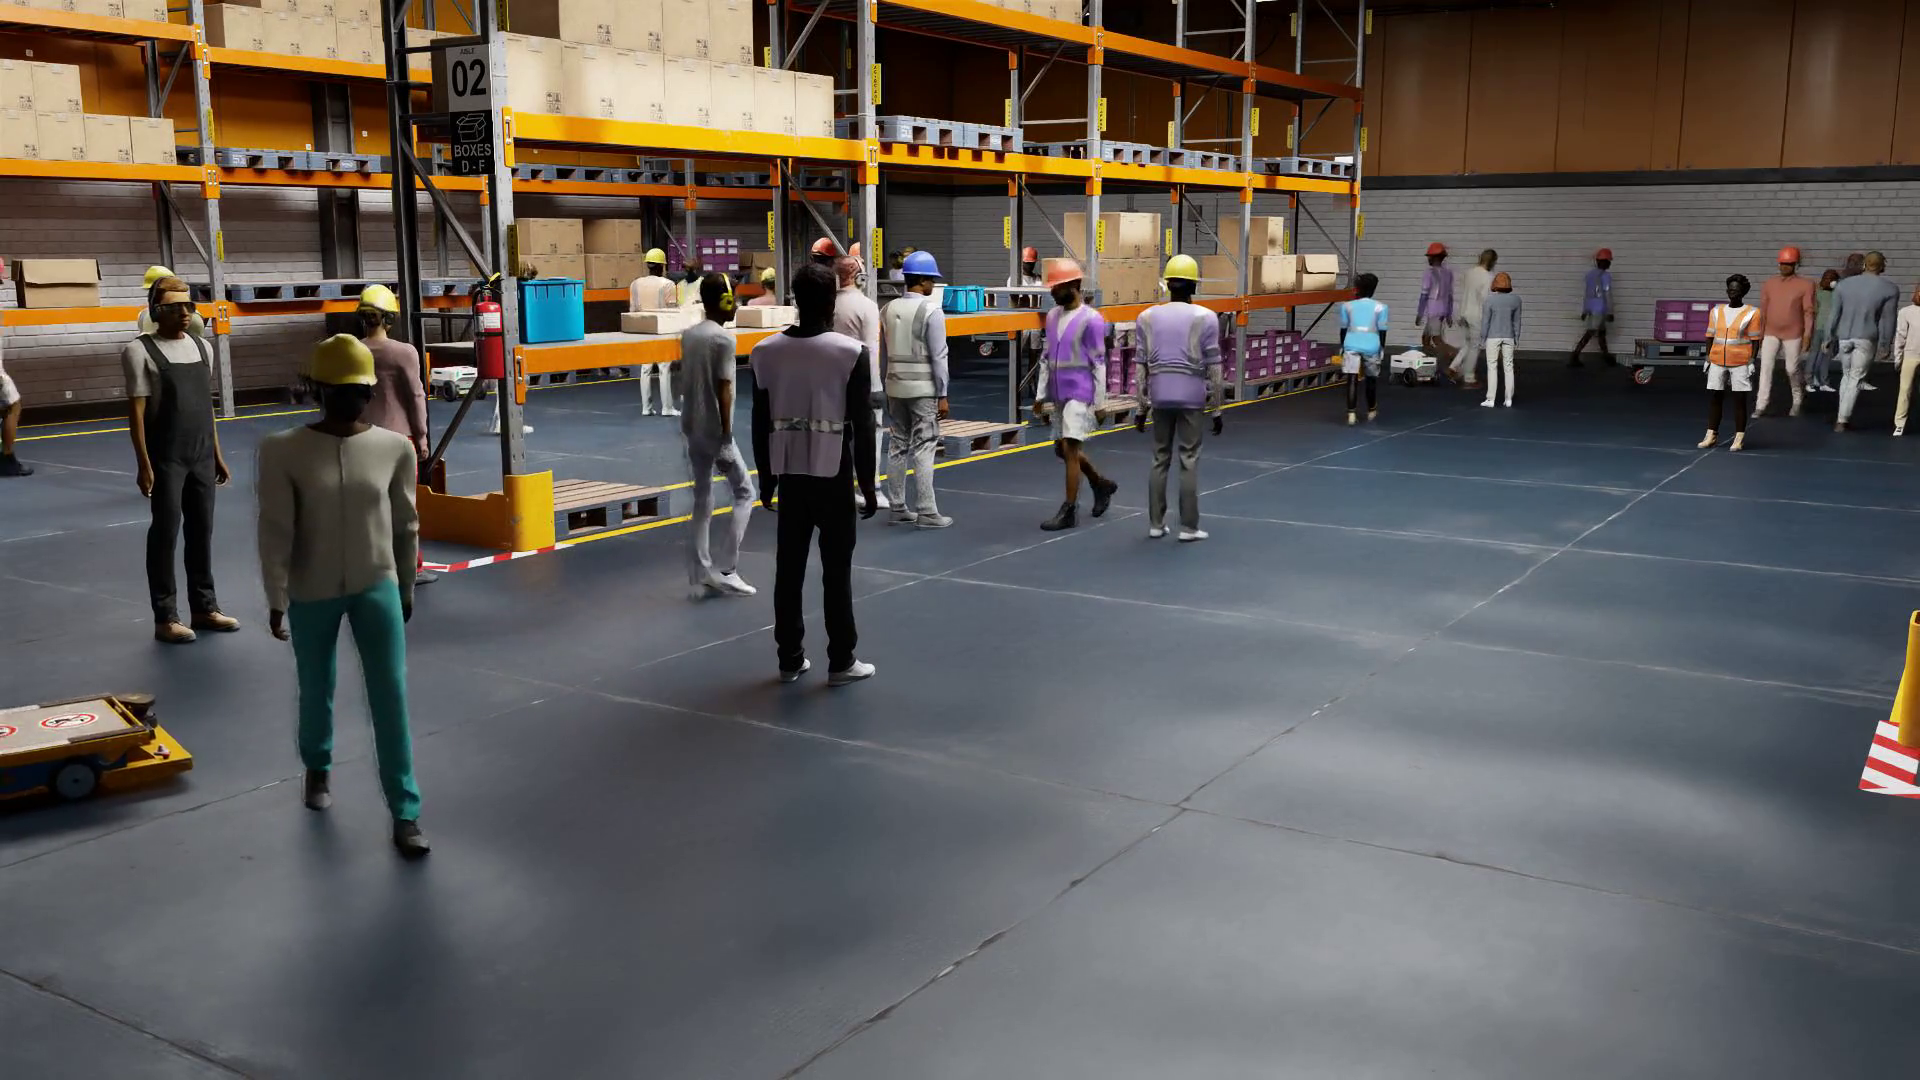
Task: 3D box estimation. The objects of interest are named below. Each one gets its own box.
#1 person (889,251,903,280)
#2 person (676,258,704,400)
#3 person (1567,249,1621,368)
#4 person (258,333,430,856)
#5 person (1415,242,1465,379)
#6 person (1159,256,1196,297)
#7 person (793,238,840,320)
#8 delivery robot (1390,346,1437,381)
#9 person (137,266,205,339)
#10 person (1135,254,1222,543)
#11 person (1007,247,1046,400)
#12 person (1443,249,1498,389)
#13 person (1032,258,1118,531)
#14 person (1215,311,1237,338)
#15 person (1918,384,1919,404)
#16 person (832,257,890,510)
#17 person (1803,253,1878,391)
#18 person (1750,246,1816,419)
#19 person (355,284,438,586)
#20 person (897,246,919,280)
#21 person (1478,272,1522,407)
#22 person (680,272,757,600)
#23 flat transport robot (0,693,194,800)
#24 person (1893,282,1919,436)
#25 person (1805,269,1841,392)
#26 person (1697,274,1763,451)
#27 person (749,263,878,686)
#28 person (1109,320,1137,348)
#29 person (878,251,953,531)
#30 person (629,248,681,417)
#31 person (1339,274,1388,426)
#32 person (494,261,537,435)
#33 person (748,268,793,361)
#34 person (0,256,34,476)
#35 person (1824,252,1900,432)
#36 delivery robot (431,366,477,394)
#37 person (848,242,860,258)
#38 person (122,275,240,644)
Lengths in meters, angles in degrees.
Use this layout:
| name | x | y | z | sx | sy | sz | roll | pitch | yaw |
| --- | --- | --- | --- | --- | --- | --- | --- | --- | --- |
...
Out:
| name | x | y | z | sx | sy | sz | roll | pitch | yaw |
| --- | --- | --- | --- | --- | --- | --- | --- | --- | --- |
| person | -0.998 | -4.025 | 28.494 | 0.670 | 1.840 | 0.451 | 7 | 12 | 34 |
| person | -3.323 | -2.709 | 21.317 | 0.632 | 1.812 | 0.877 | 7 | 13 | 36 |
| person | 10.112 | -3.670 | 26.404 | 1.008 | 1.887 | 0.563 | -1 | 10 | -8 |
| person | -2.103 | 0.156 | 5.666 | 0.535 | 1.722 | 0.915 | -6 | 12 | -29 |
| person | 6.949 | -3.293 | 24.019 | 1.014 | 2.005 | 0.605 | 10 | 14 | 44 |
| person | 2.979 | -3.058 | 23.154 | 0.629 | 1.836 | 0.429 | 0 | 10 | 0 |
| person | -1.359 | -1.991 | 16.654 | 0.613 | 2.041 | 0.393 | 4 | 11 | 21 |
| delivery robot | 6.285 | -2.447 | 23.050 | 0.477 | 0.478 | 0.707 | -3 | 11 | -19 |
| person | -6.246 | -1.252 | 13.186 | 0.591 | 1.823 | 0.405 | 3 | 11 | 15 |
| person | 1.467 | -0.944 | 11.179 | 0.589 | 1.928 | 0.370 | 6 | 12 | 29 |
| person | 0.869 | -2.747 | 21.141 | 0.553 | 1.933 | 0.358 | -4 | 11 | -23 |
| person | 6.964 | -2.978 | 22.505 | 0.508 | 1.905 | 0.676 | -2 | 10 | -11 |
| person | 0.854 | -1.035 | 11.798 | 0.762 | 1.907 | 0.567 | -7 | 12 | -35 |
| person | 4.026 | -3.383 | 24.832 | 0.573 | 1.877 | 0.355 | -1 | 10 | -6 |
| person | 12.103 | -2.572 | 20.482 | 0.586 | 1.825 | 0.403 | 7 | 13 | 35 |
| person | -0.789 | -1.174 | 12.537 | 0.422 | 1.898 | 0.669 | -10 | 14 | -43 |
| person | 12.049 | -2.974 | 22.677 | 0.649 | 1.857 | 1.022 | -9 | 14 | -41 |
| person | 9.413 | -2.370 | 18.985 | 0.903 | 1.964 | 0.632 | -10 | 14 | -44 |
| person | -3.351 | -0.599 | 9.711 | 0.522 | 1.768 | 0.313 | 1 | 10 | 7 |
| person | -0.662 | -3.171 | 23.486 | 0.628 | 1.940 | 0.378 | 9 | 13 | 40 |
| person | 6.567 | -2.433 | 20.237 | 0.507 | 1.632 | 0.268 | -1 | 10 | -6 |
| person | -1.364 | -0.585 | 9.406 | 0.505 | 1.849 | 0.489 | 9 | 14 | 42 |
| flat transport robot | -3.633 | 0.812 | 6.036 | 1.431 | 0.197 | 0.652 | -8 | 13 | -37 |
| person | 9.886 | -1.862 | 17.112 | 0.496 | 1.626 | 0.284 | 4 | 11 | 23 |
| person | 11.556 | -2.788 | 22.209 | 0.497 | 1.633 | 0.284 | -2 | 10 | -9 |
| person | 7.424 | -1.704 | 16.020 | 0.318 | 1.700 | 0.536 | -9 | 14 | -42 |
| person | -0.658 | -0.287 | 7.561 | 0.597 | 1.918 | 0.383 | 4 | 11 | 19 |
| person | 2.308 | -2.901 | 22.870 | 0.523 | 1.628 | 0.359 | 2 | 10 | 11 |
| person | -0.306 | -1.043 | 11.675 | 0.612 | 1.943 | 0.404 | 10 | 14 | 43 |
| person | -3.489 | -2.378 | 19.120 | 0.594 | 1.924 | 0.382 | 3 | 11 | 17 |
| person | 4.430 | -2.095 | 18.302 | 0.542 | 1.644 | 0.879 | 4 | 11 | 21 |
| person | -4.605 | -2.001 | 17.382 | 0.458 | 1.804 | 0.657 | 0 | 10 | -2 |
| person | -2.007 | -2.062 | 17.931 | 0.553 | 1.711 | 0.922 | -1 | 10 | -5 |
| person | -8.228 | -1.462 | 14.099 | 0.569 | 1.901 | 0.658 | 4 | 11 | 20 |
| person | 9.557 | -2.090 | 17.614 | 0.760 | 1.891 | 0.651 | -9 | 14 | -42 |
| delivery robot | -6.402 | -2.091 | 21.072 | 0.707 | 0.478 | 0.477 | 10 | 14 | 44 |
| person | -1.159 | -2.430 | 19.222 | 0.381 | 1.994 | 0.613 | 10 | 14 | 43 |
| person | -3.953 | -0.410 | 8.445 | 0.330 | 1.844 | 0.519 | 5 | 11 | 24 |
